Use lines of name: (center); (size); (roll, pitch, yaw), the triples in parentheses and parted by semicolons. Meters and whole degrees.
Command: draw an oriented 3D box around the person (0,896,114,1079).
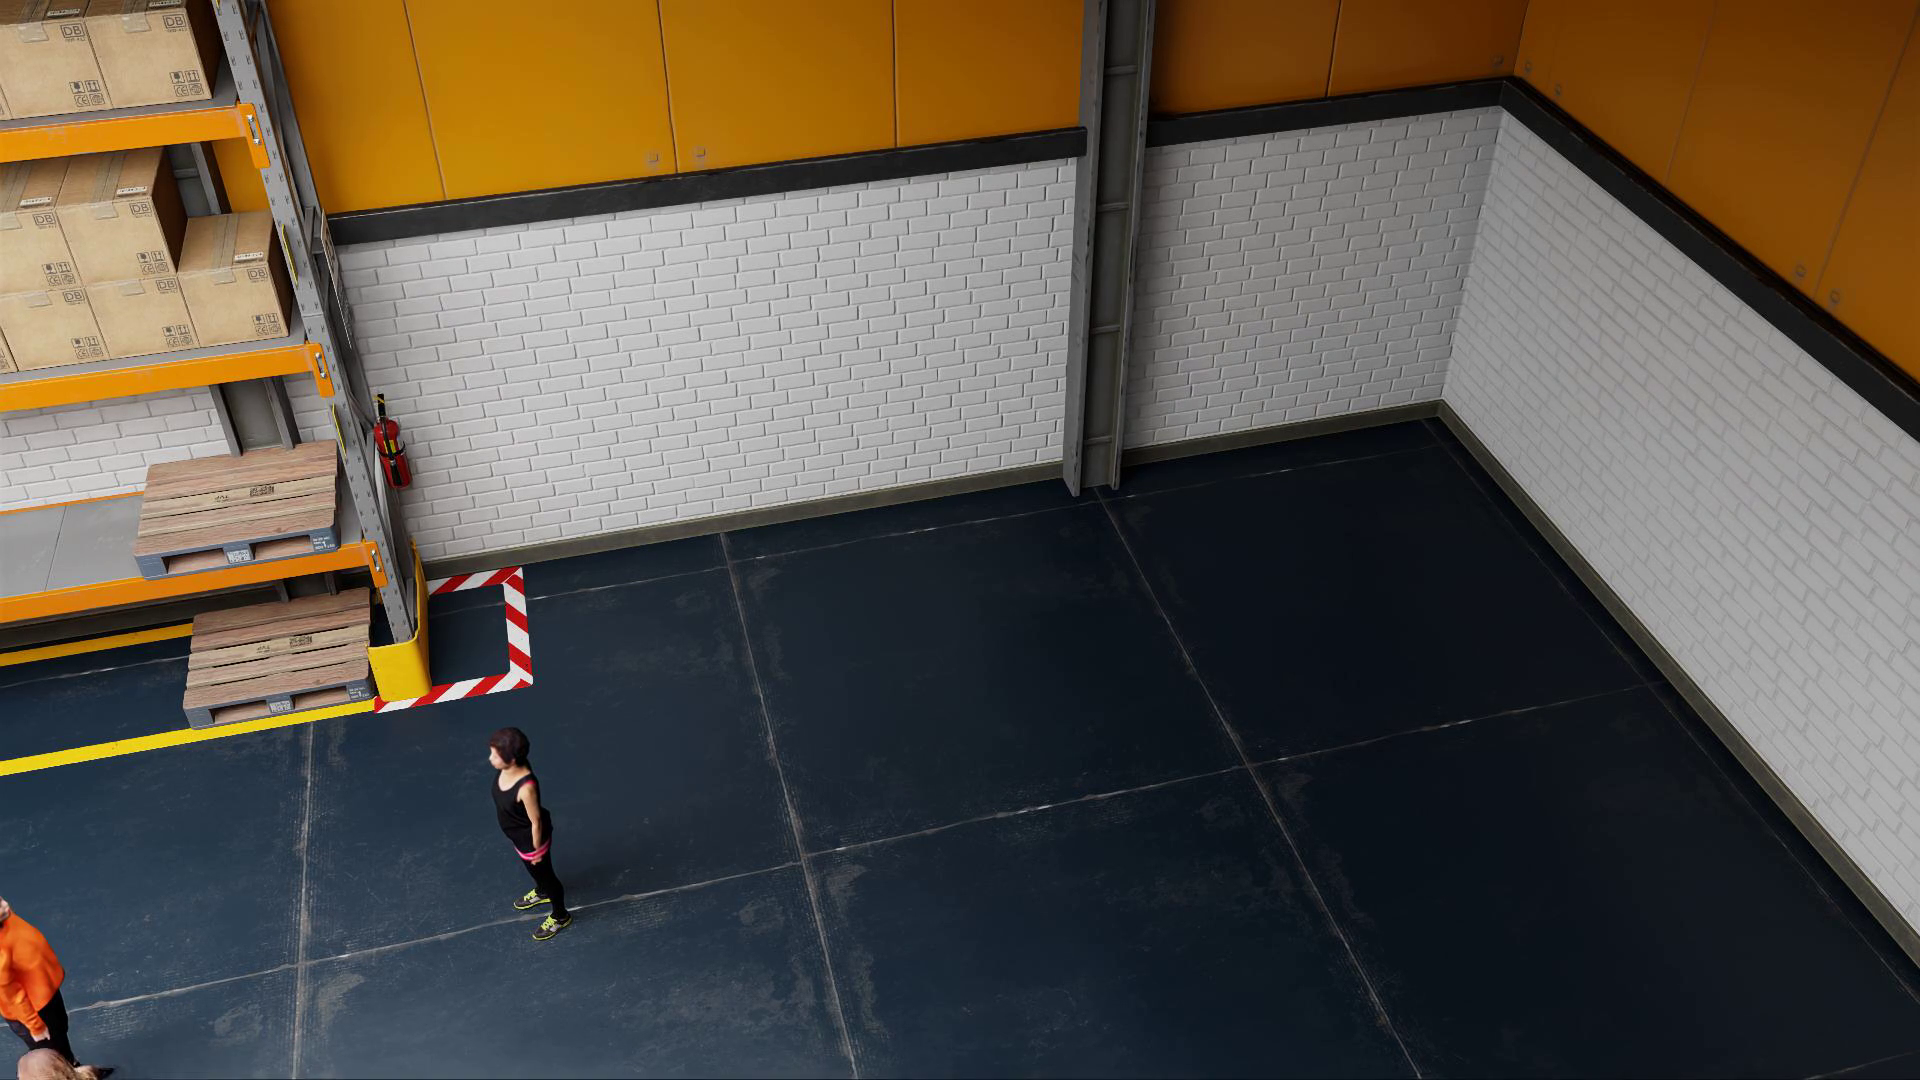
person: (-4.756, 2.368, 8.511); (0.585, 1.748, 0.641); (-14, 41, -17)

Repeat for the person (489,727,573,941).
person: (-2.483, 1.653, 9.564); (0.592, 1.553, 0.595); (-22, 43, -25)
